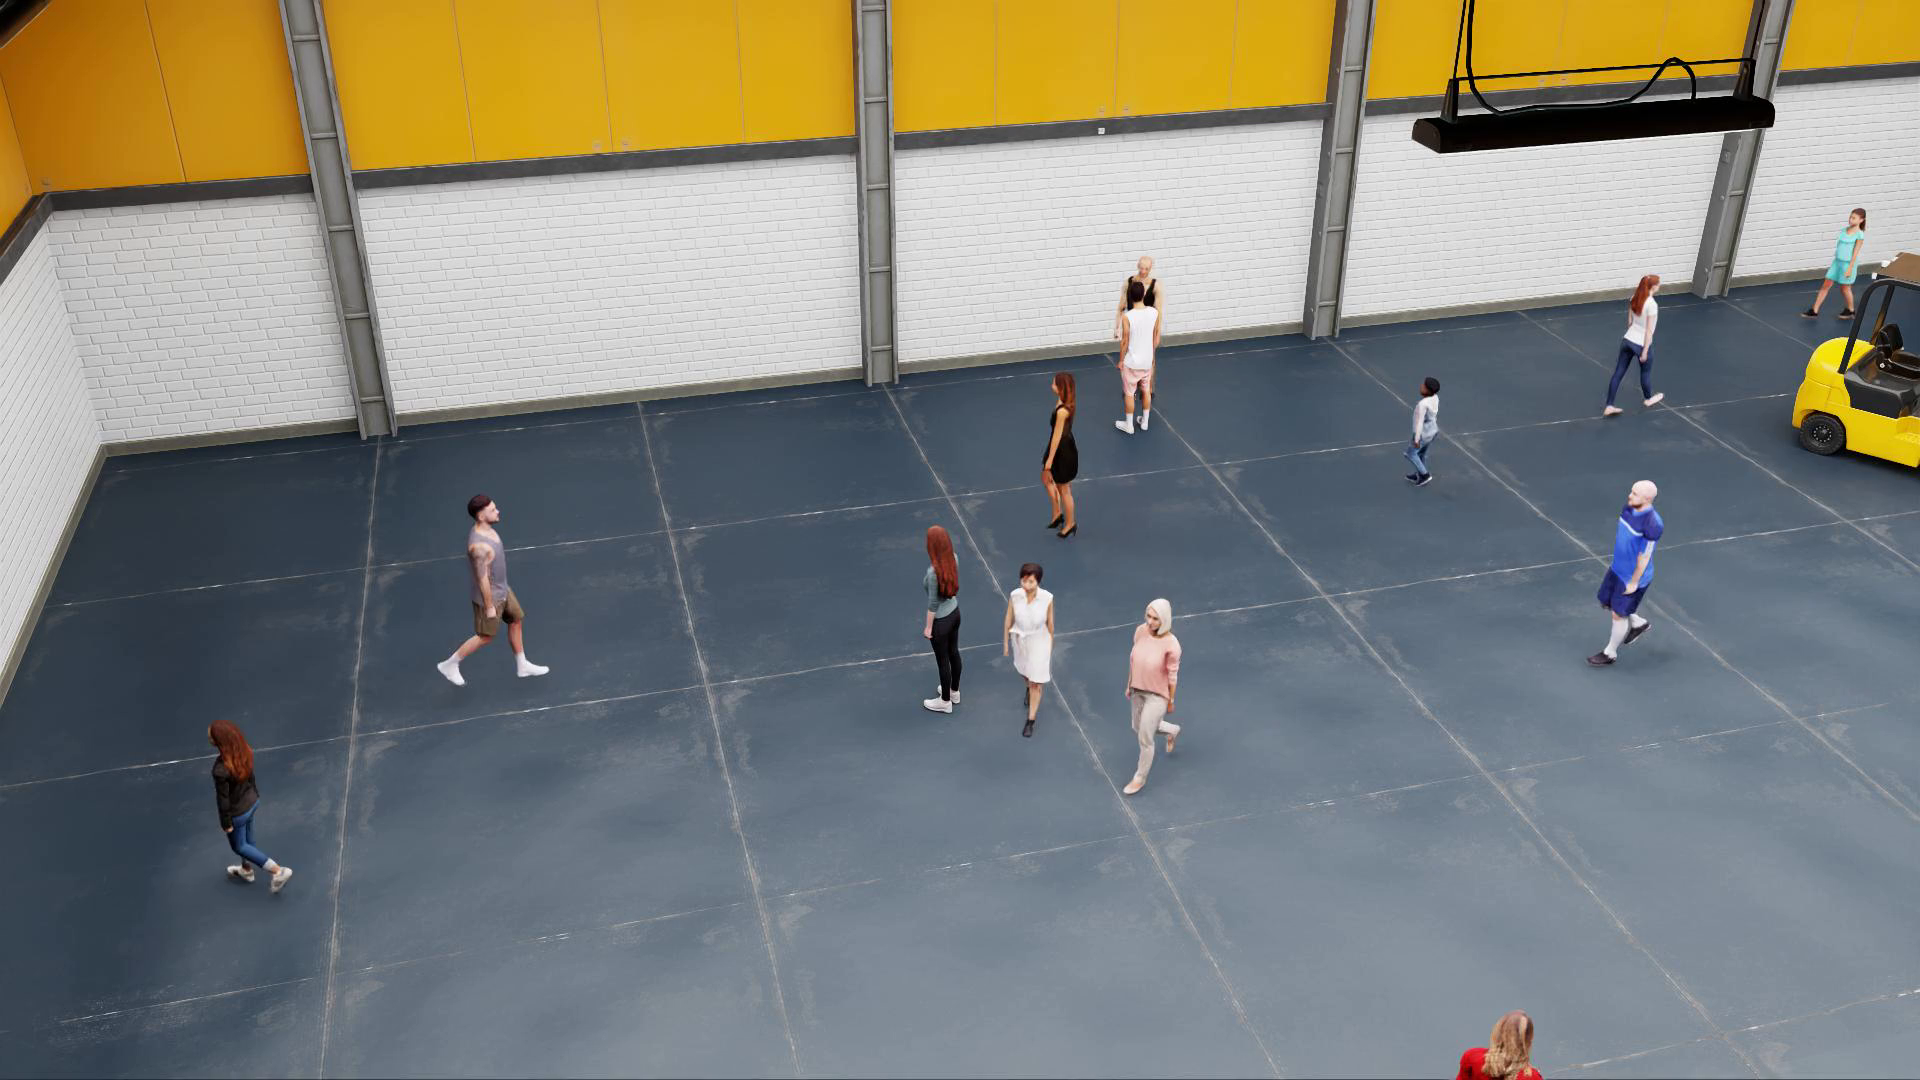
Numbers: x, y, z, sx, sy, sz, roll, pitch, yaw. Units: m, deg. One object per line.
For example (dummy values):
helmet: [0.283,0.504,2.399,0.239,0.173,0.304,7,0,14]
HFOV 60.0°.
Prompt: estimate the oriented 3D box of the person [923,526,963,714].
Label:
person: [-0.145,0.671,14.088,0.721,1.742,0.650,17,33,29]

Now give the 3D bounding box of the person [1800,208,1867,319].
person: [11.915,-3.677,22.286,0.966,1.526,0.556,-6,29,-12]

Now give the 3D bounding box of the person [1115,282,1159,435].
person: [2.038,-2.085,19.097,0.562,1.785,0.726,-12,31,-21]

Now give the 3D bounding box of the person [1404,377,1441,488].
person: [5.048,-1.151,17.942,0.620,1.251,0.657,-23,36,-36]

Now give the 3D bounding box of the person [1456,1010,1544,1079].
person: [2.905,3.351,9.234,0.886,1.686,0.949,16,33,27]

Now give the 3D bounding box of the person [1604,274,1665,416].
person: [7.840,-2.245,19.477,1.105,1.702,0.746,-14,31,-23]

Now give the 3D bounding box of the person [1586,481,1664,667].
person: [5.984,0.297,14.687,0.893,1.827,0.709,-4,29,-7]

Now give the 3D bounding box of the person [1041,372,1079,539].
person: [1.122,-0.814,16.724,0.719,1.825,0.679,3,29,6]

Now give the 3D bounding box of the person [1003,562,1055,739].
person: [0.604,0.835,14.033,1.028,1.508,0.946,7,29,12]

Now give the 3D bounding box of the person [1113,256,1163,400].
person: [2.192,-2.552,19.934,0.724,1.804,0.849,13,31,23]

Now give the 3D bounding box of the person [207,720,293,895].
person: [-5.181,1.933,12.061,0.927,1.469,0.770,4,29,7]

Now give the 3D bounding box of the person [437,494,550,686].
person: [-4.084,0.458,14.124,1.180,1.820,0.731,-4,29,-6]

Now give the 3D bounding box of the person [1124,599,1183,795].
person: [1.569,1.177,13.200,1.059,1.705,0.863,-24,36,-36]
